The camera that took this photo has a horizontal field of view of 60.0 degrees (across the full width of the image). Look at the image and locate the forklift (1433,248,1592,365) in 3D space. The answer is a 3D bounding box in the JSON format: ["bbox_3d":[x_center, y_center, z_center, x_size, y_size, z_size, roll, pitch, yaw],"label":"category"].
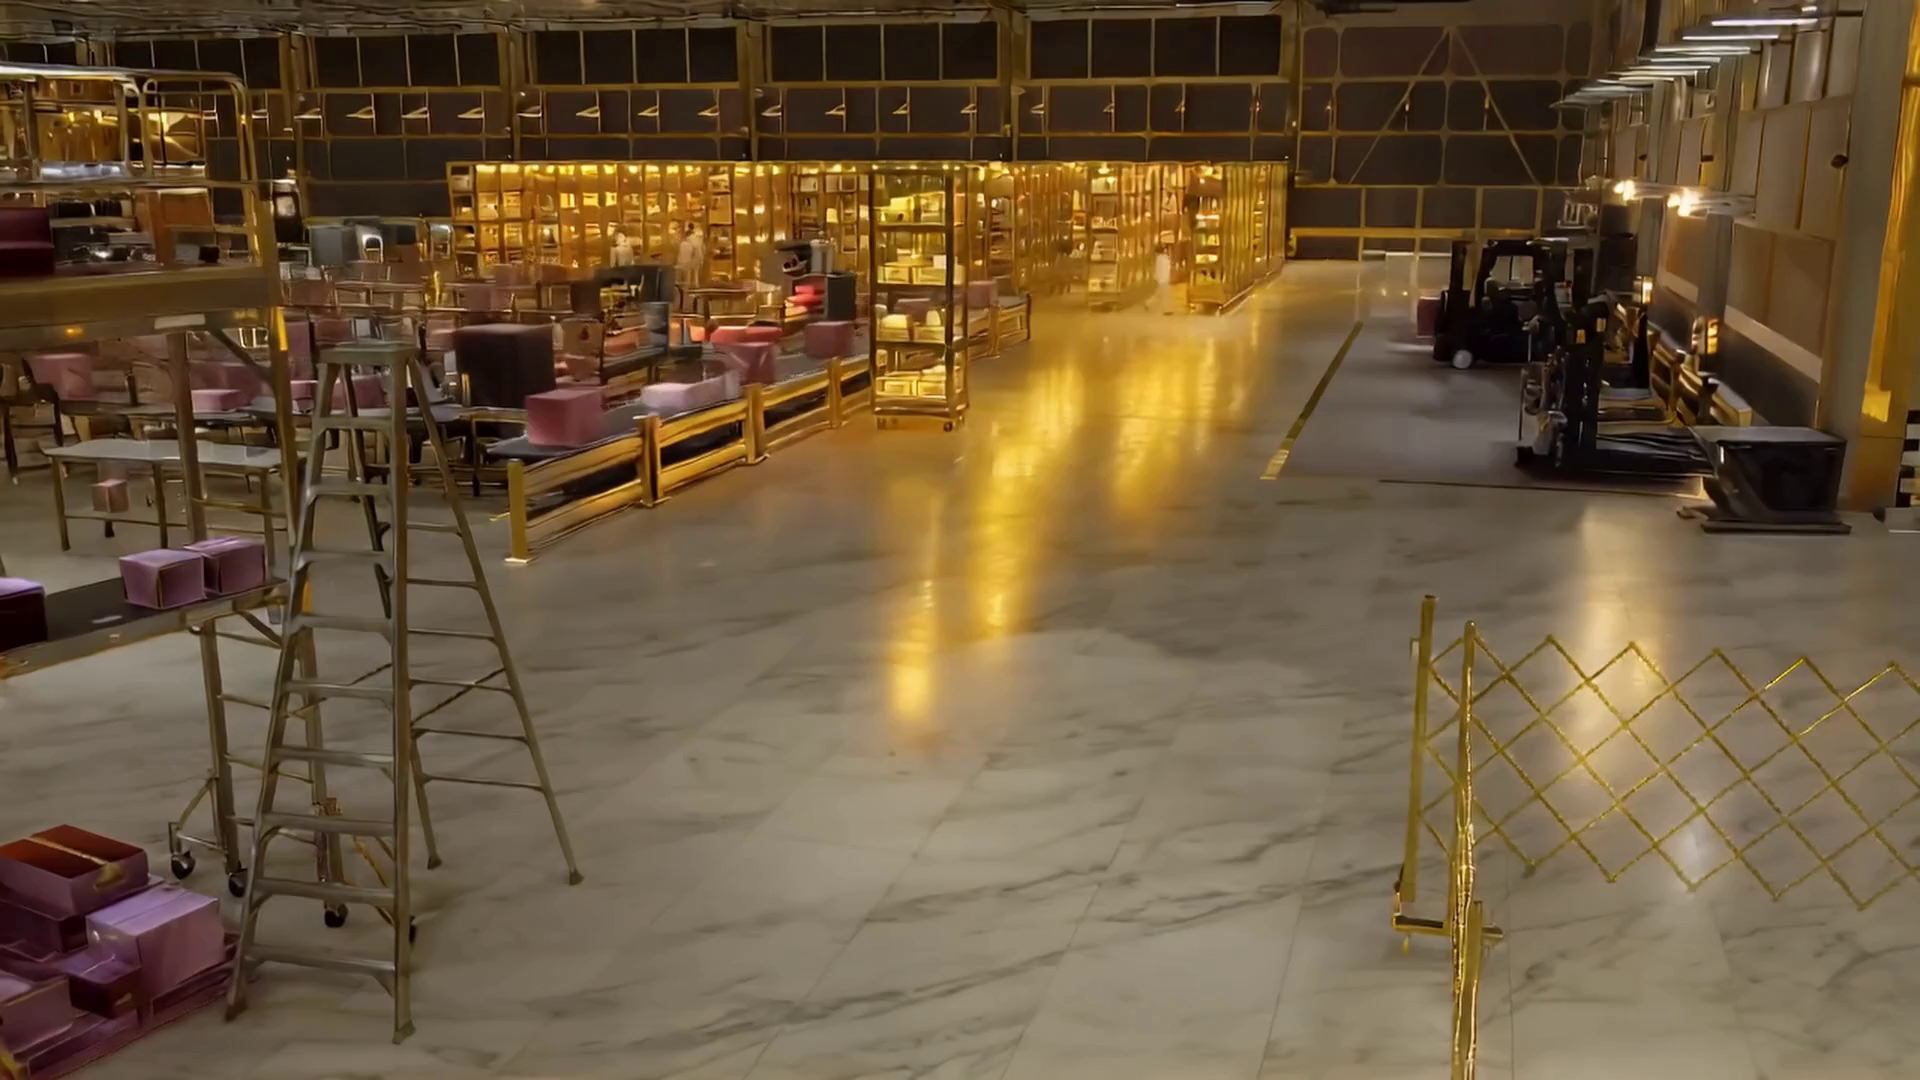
[{"bbox_3d":[9.780,-4.111,29.280,2.680,1.987,1.157,3,13,14],"label":"forklift"}]

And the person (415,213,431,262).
[{"bbox_3d":[-19.118,-10.758,59.250,0.485,1.735,0.347,-7,15,-28],"label":"person"}]

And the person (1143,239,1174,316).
[{"bbox_3d":[4.744,-6.221,39.465,0.631,1.814,0.606,4,14,16],"label":"person"}]

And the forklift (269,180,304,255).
[{"bbox_3d":[-25.713,-12.298,63.396,1.129,2.768,1.873,-7,15,-26],"label":"forklift"}]

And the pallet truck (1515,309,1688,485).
[{"bbox_3d":[7.554,-1.677,19.446,1.885,1.965,0.823,3,13,14],"label":"pallet truck"}]

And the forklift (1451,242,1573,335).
[{"bbox_3d":[10.464,-4.597,31.405,2.680,1.987,1.157,4,14,16],"label":"forklift"}]

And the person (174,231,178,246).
[{"bbox_3d":[-24.511,-9.047,51.414,0.605,1.940,0.408,-7,15,-27],"label":"person"}]

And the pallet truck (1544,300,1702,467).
[{"bbox_3d":[8.263,-1.952,20.631,1.885,1.965,0.823,5,14,20],"label":"pallet truck"}]

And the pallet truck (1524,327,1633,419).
[{"bbox_3d":[9.065,-2.460,24.370,1.522,1.261,0.704,3,13,14],"label":"pallet truck"}]

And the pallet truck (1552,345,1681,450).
[{"bbox_3d":[8.641,-1.896,21.908,1.630,1.274,0.653,4,14,16],"label":"pallet truck"}]

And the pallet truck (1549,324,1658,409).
[{"bbox_3d":[9.824,-2.669,25.407,1.601,1.201,0.680,4,14,16],"label":"pallet truck"}]

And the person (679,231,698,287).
[{"bbox_3d":[-7.156,-7.204,43.705,0.627,1.816,0.495,11,17,40],"label":"person"}]

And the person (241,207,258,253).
[{"bbox_3d":[-27.455,-12.035,64.447,1.007,1.888,0.568,2,13,9],"label":"person"}]

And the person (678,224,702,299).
[{"bbox_3d":[-7.119,-7.342,43.919,0.613,1.994,0.395,-2,13,-9],"label":"person"}]

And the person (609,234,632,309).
[{"bbox_3d":[-8.137,-6.420,40.138,0.400,1.905,0.643,10,16,37],"label":"person"}]
